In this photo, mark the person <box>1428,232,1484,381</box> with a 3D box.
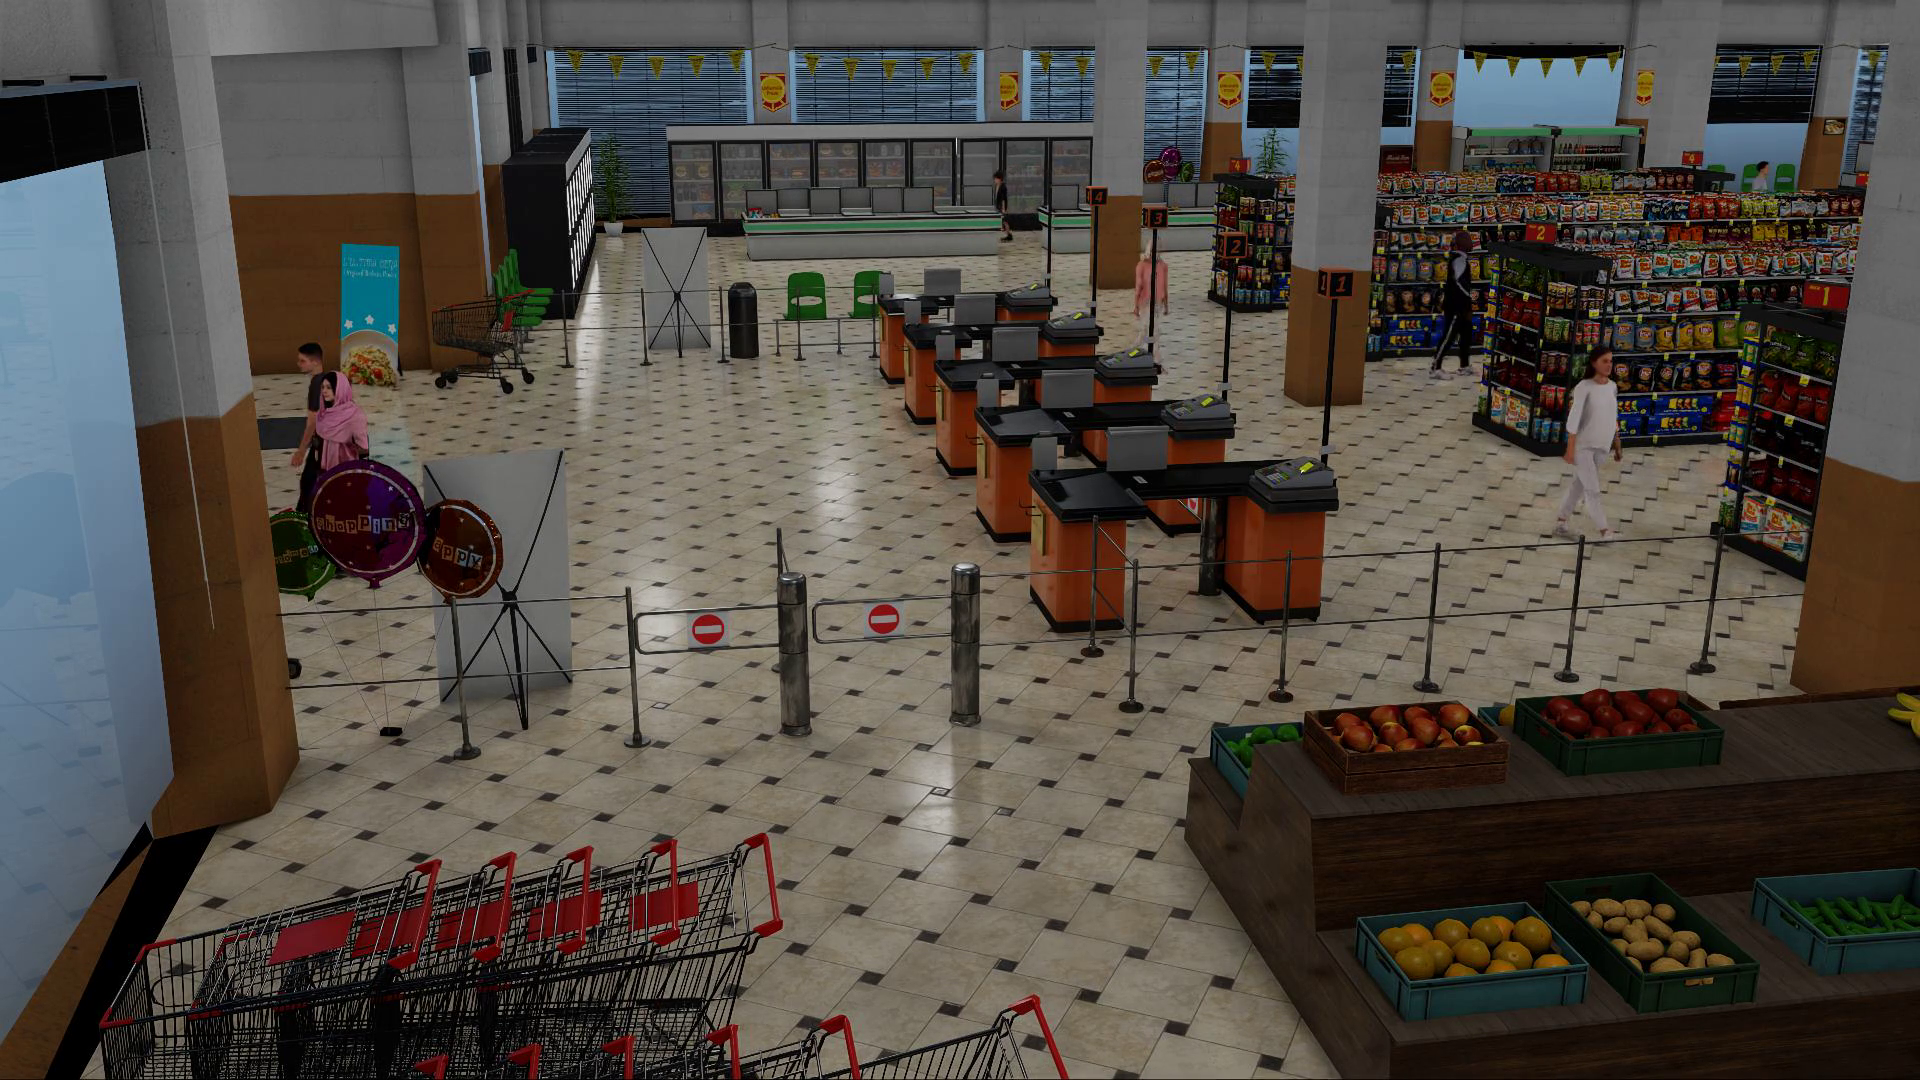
[{"bbox_3d":[6.039,-2.892,20.578,1.020,1.809,0.913,7,18,21],"label":"person"}]

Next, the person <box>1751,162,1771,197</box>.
[{"bbox_3d":[14.887,-6.166,31.347,1.238,1.817,1.229,14,22,38],"label":"person"}]

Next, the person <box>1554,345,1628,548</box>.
[{"bbox_3d":[5.215,-0.791,13.929,1.040,1.653,0.900,-9,19,-28],"label":"person"}]

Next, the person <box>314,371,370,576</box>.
[{"bbox_3d":[-4.854,-0.531,13.099,0.705,1.637,0.819,5,18,17],"label":"person"}]

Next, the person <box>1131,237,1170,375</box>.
[{"bbox_3d":[2.362,-2.961,21.019,1.133,1.685,0.900,-9,19,-28],"label":"person"}]
